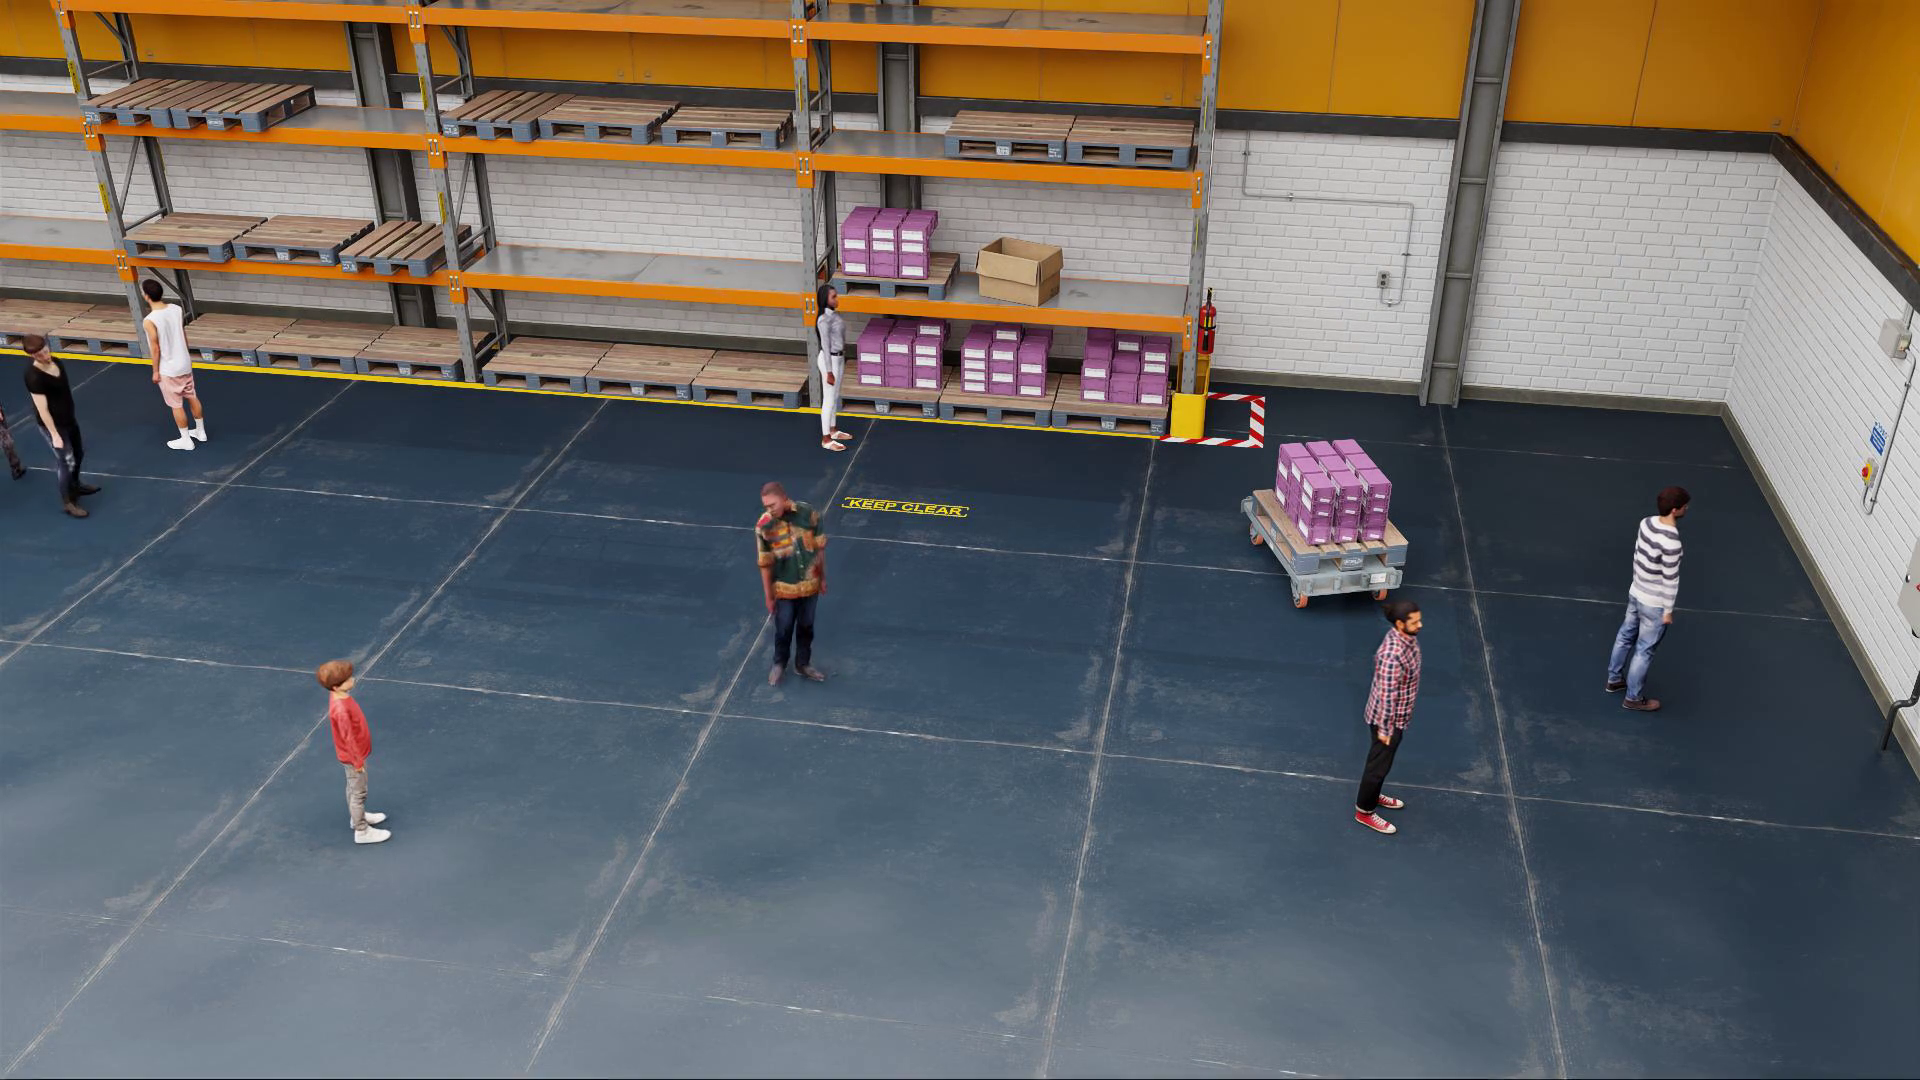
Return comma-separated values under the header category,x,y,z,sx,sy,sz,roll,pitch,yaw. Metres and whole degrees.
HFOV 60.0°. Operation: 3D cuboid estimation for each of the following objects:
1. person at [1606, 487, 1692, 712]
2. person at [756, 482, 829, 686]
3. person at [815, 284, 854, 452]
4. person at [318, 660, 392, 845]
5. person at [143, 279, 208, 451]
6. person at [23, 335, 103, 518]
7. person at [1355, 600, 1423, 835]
category,x,y,z,sx,sy,sz,roll,pitch,yaw
person,5.290,0.428,12.753,0.659,1.855,0.713,-5,29,-9
person,-1.260,0.319,13.032,0.803,1.780,0.897,-22,35,-34
person,-1.309,-1.779,16.935,0.518,1.725,0.585,6,29,10
person,-4.169,1.430,11.375,0.617,1.416,0.590,-12,31,-21
person,-7.986,-1.783,16.876,0.626,1.789,0.674,10,30,18
person,-8.455,-1.085,15.536,0.750,1.847,0.893,-7,29,-13
person,2.974,1.176,11.480,0.646,1.761,0.742,11,30,19
